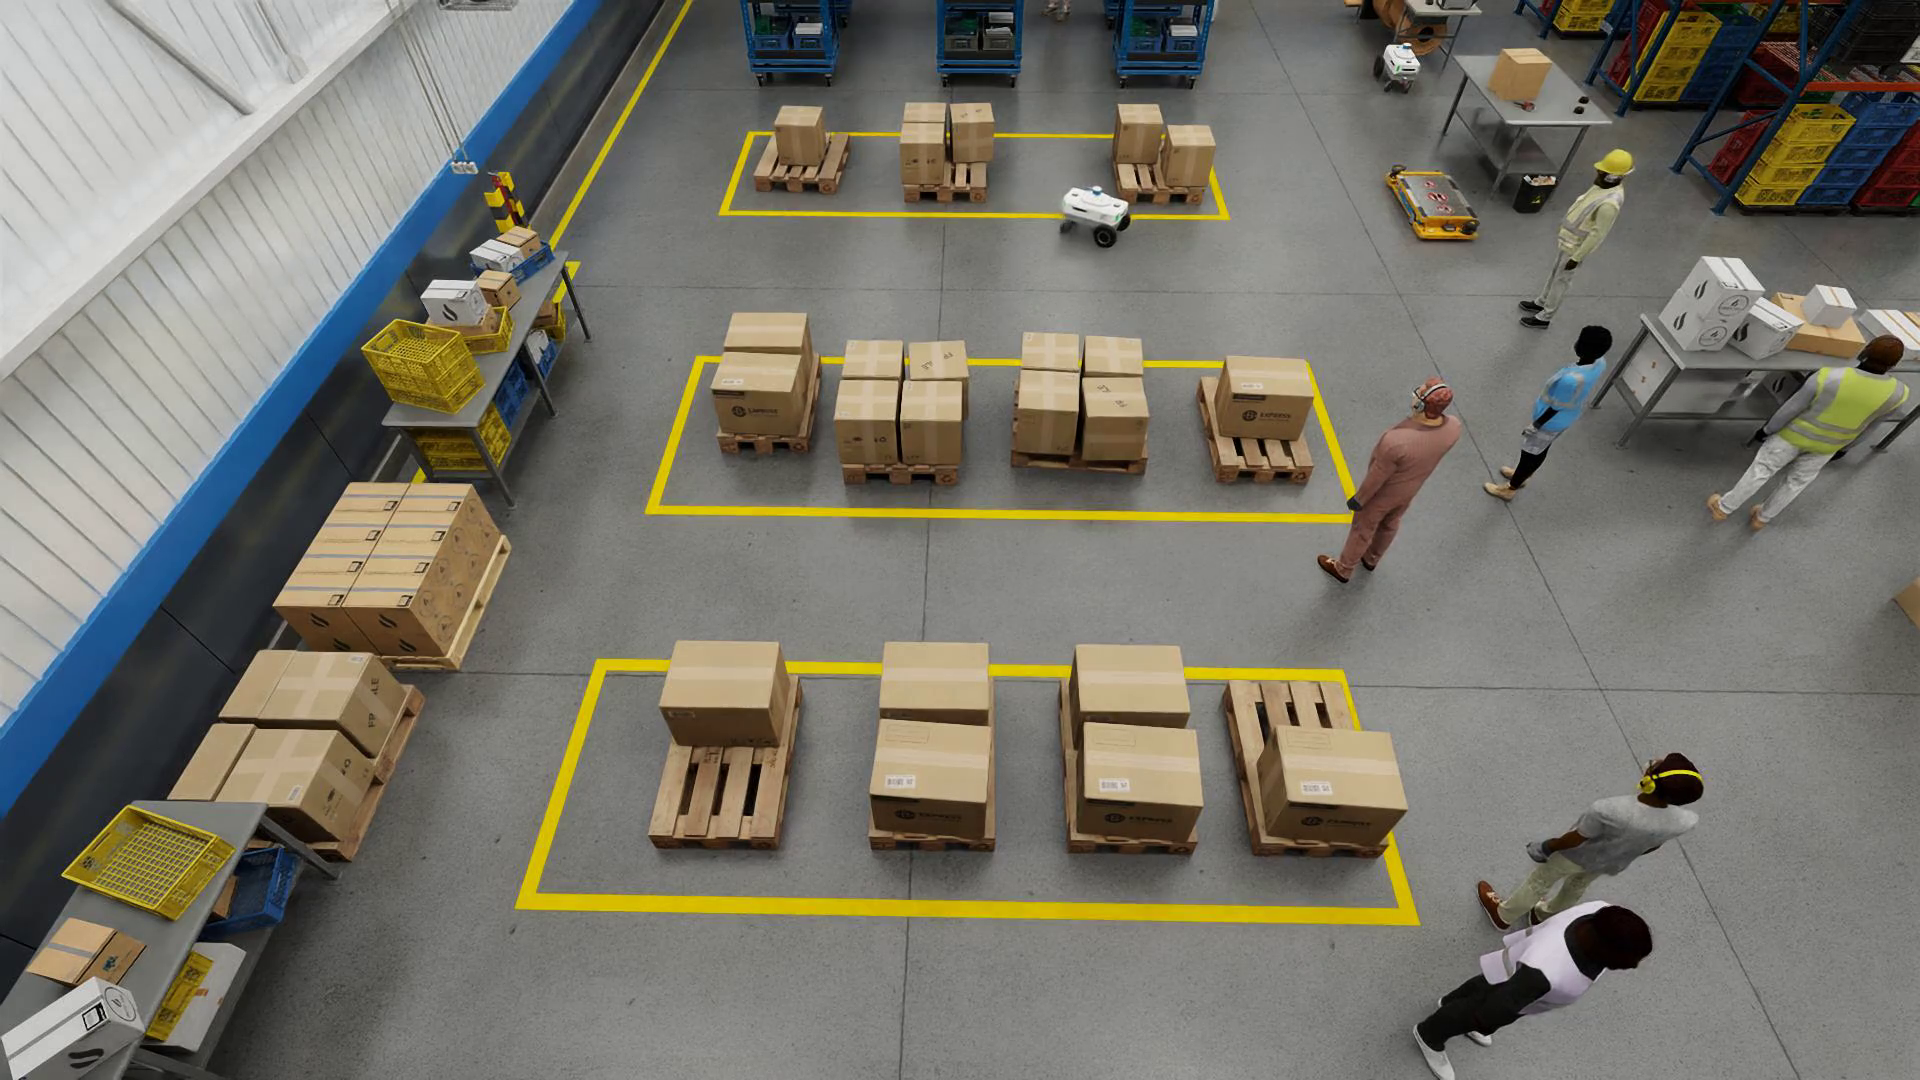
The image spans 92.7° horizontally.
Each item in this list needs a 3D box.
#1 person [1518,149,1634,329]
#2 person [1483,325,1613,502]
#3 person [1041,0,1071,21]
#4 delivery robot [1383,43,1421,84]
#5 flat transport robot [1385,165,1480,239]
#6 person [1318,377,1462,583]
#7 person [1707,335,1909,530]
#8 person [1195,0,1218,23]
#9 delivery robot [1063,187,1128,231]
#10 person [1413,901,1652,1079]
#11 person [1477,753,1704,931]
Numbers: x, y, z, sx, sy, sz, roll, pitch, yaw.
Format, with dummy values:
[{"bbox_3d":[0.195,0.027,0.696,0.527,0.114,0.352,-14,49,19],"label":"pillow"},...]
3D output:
[{"bbox_3d":[6.071,-2.940,9.036,0.404,1.827,0.600,17,51,14],"label":"person"},{"bbox_3d":[4.804,-1.006,7.450,0.531,1.693,0.320,-31,56,-24],"label":"person"},{"bbox_3d":[1.605,-9.329,14.461,0.392,1.989,0.618,-32,56,-25],"label":"person"},{"bbox_3d":[6.384,-6.916,13.255,0.477,0.478,0.707,2,49,2],"label":"delivery robot"},{"bbox_3d":[5.692,-4.094,11.059,0.652,0.197,1.431,1,49,1],"label":"flat transport robot"},{"bbox_3d":[3.182,-0.416,6.801,0.651,1.907,0.409,-18,52,-15],"label":"person"},{"bbox_3d":[6.649,-0.813,7.191,0.621,1.838,0.429,19,52,16],"label":"person"},{"bbox_3d":[4.023,-9.081,14.483,0.519,1.632,0.311,2,49,2],"label":"person"},{"bbox_3d":[1.559,-3.834,10.587,0.707,0.478,0.477,23,53,18],"label":"delivery robot"},{"bbox_3d":[2.774,2.195,4.533,0.596,1.918,0.382,-26,54,-21],"label":"person"},{"bbox_3d":[3.423,1.688,5.005,0.509,1.872,0.329,3,49,3],"label":"person"}]
